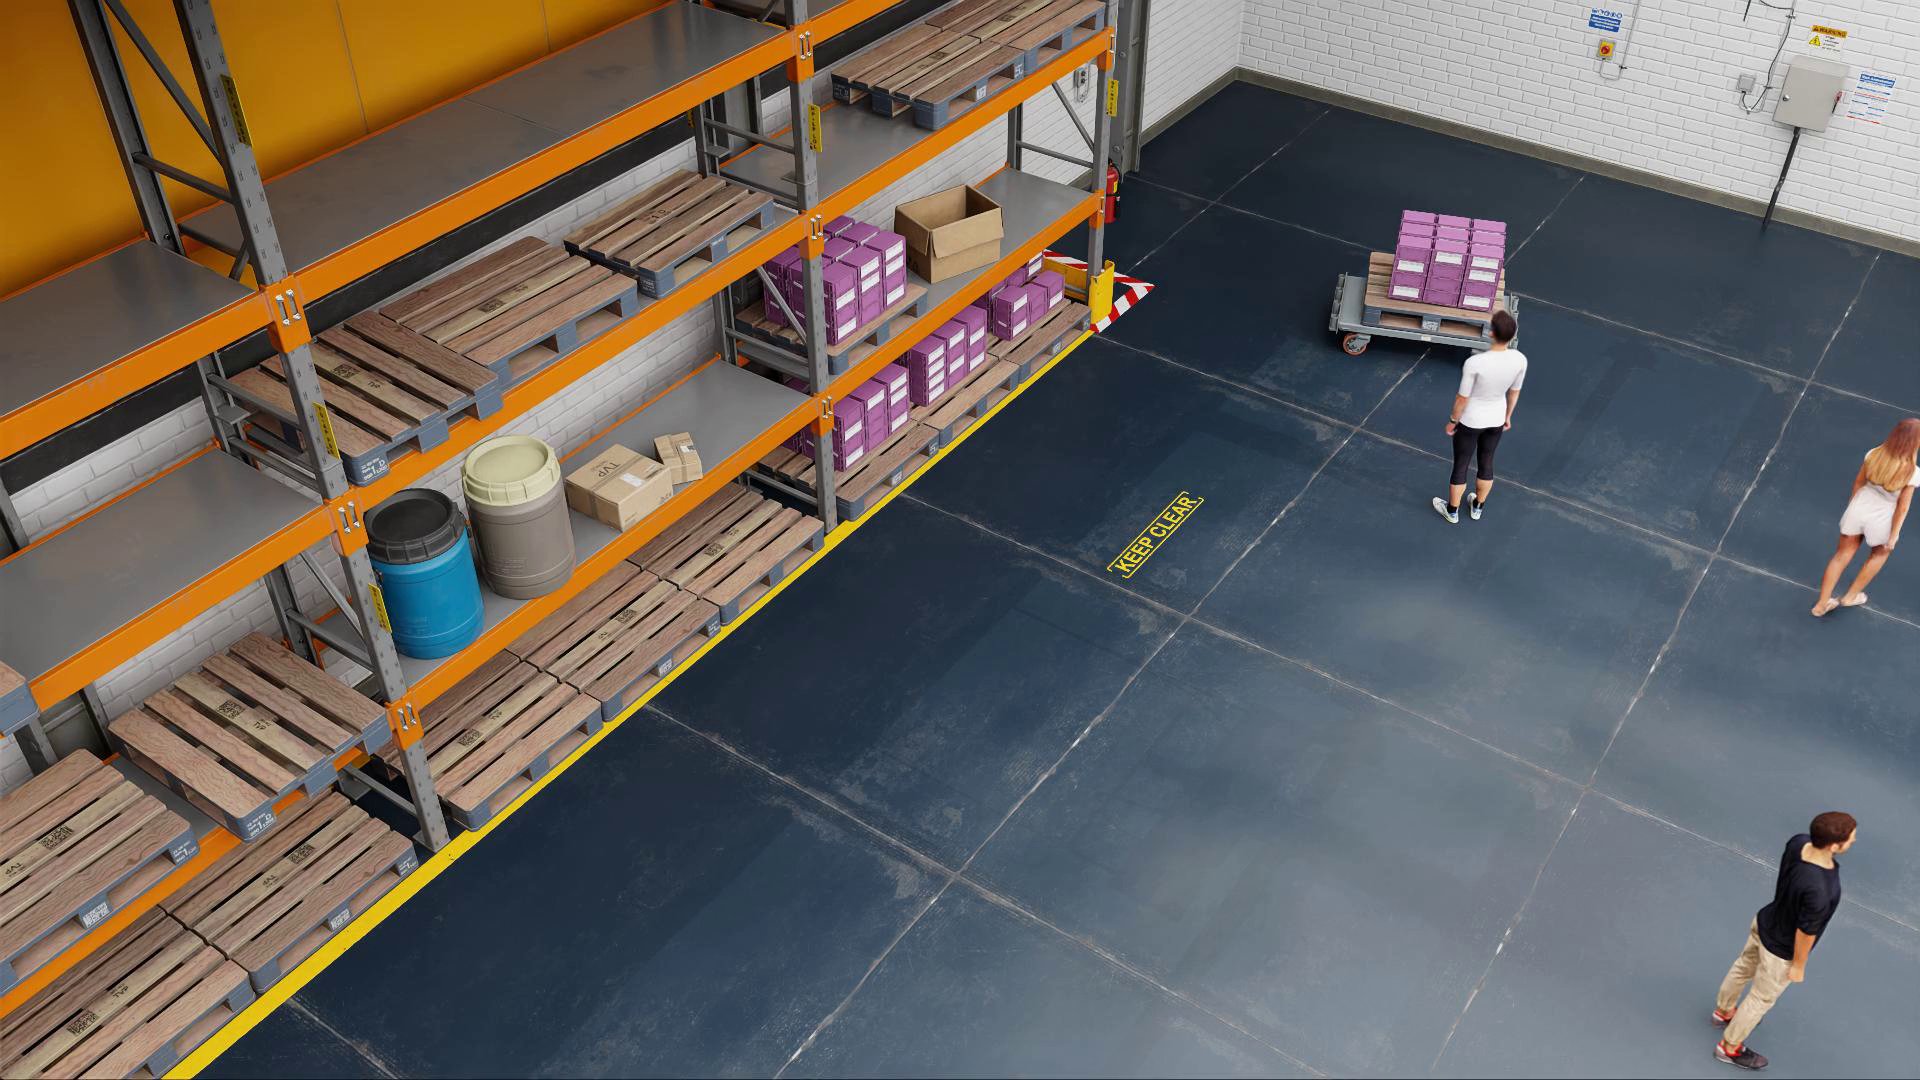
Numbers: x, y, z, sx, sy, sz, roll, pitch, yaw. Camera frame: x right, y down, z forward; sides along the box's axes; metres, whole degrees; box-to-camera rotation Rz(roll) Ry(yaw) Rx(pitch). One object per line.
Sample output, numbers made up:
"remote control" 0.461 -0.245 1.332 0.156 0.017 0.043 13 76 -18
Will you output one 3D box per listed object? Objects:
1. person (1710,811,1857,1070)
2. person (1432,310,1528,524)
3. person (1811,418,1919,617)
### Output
"person" 4.410 2.125 8.938 0.768 1.859 0.628 6 39 7
"person" 4.013 -0.934 12.774 0.743 1.853 0.800 -6 39 -7
"person" 6.456 -0.113 11.885 0.800 1.680 0.724 -25 45 -28
